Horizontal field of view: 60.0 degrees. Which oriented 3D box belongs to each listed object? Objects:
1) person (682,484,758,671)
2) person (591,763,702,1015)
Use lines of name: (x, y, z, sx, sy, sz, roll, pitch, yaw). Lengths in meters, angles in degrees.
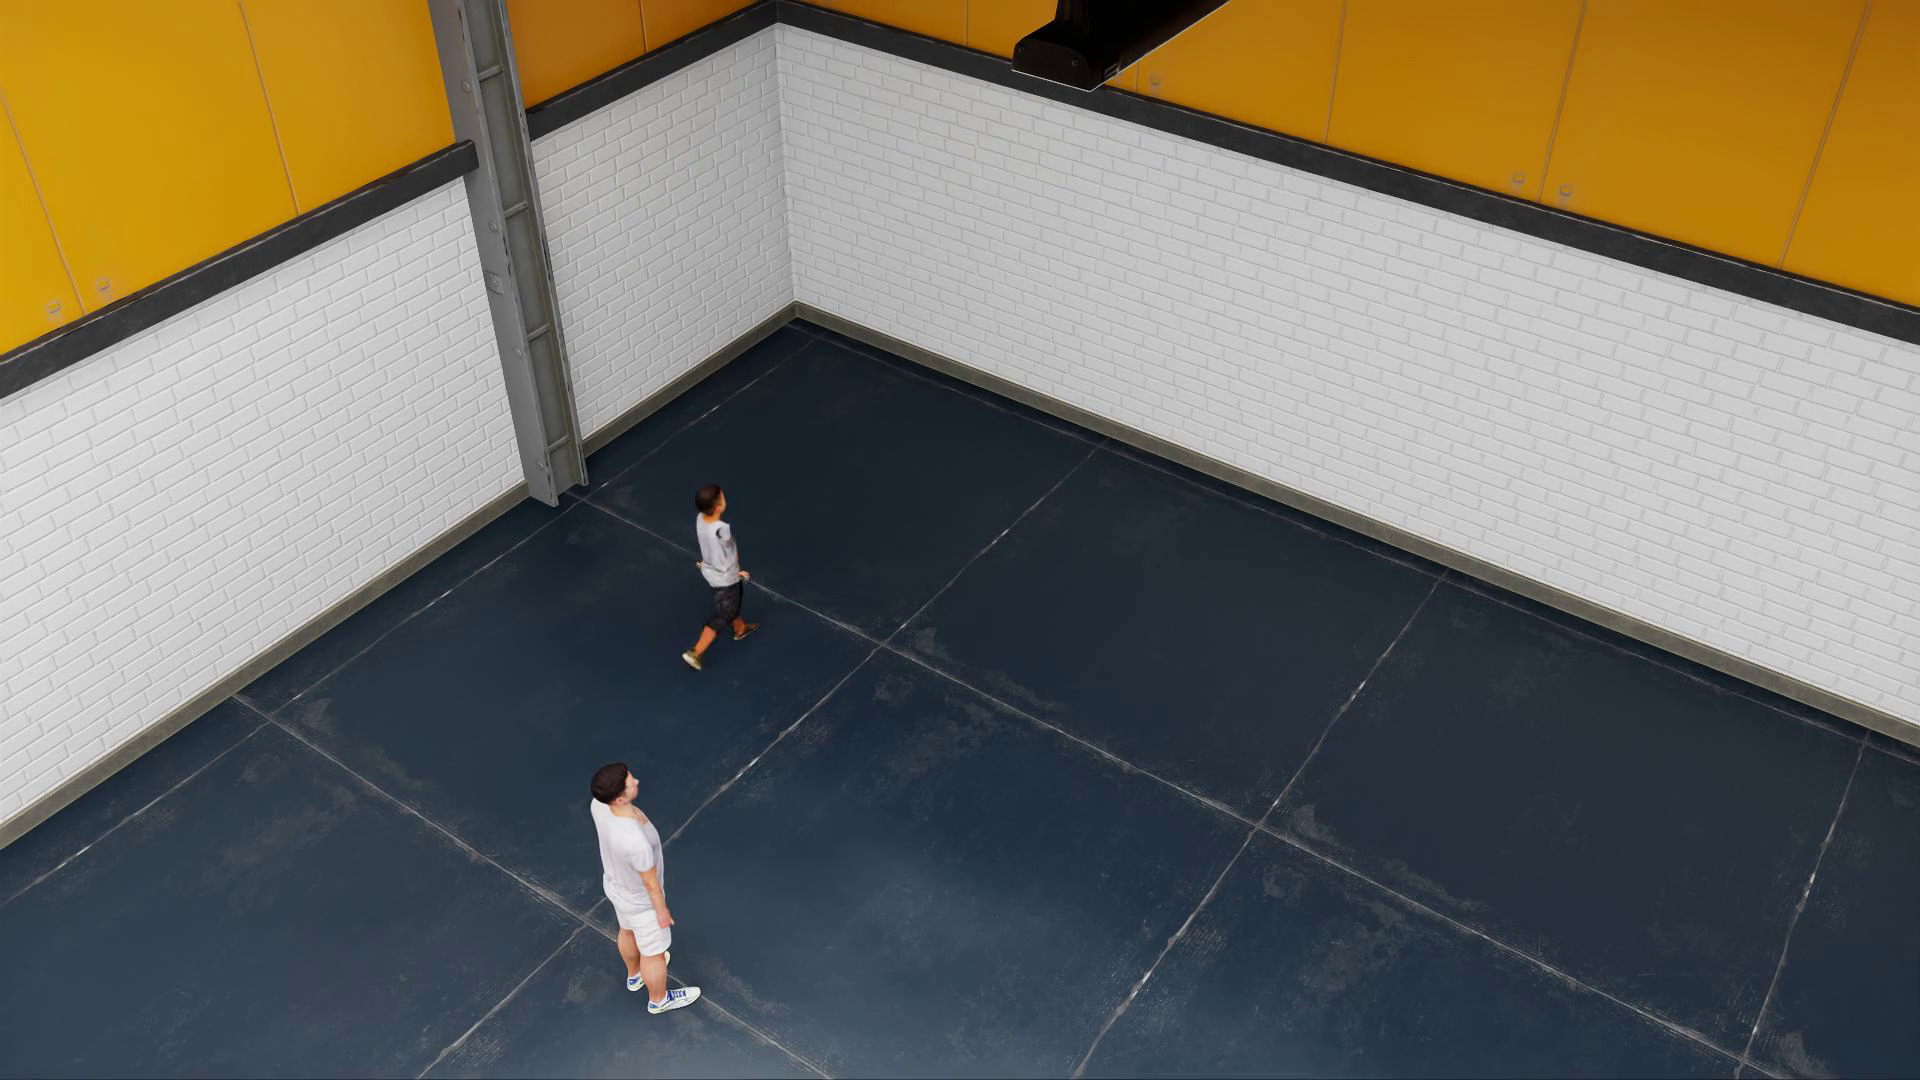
person: (-1.687, 0.218, 11.453, 0.624, 1.438, 0.995, 27, 46, 30)
person: (-1.769, 1.884, 9.032, 0.676, 1.855, 0.738, -27, 46, -29)
